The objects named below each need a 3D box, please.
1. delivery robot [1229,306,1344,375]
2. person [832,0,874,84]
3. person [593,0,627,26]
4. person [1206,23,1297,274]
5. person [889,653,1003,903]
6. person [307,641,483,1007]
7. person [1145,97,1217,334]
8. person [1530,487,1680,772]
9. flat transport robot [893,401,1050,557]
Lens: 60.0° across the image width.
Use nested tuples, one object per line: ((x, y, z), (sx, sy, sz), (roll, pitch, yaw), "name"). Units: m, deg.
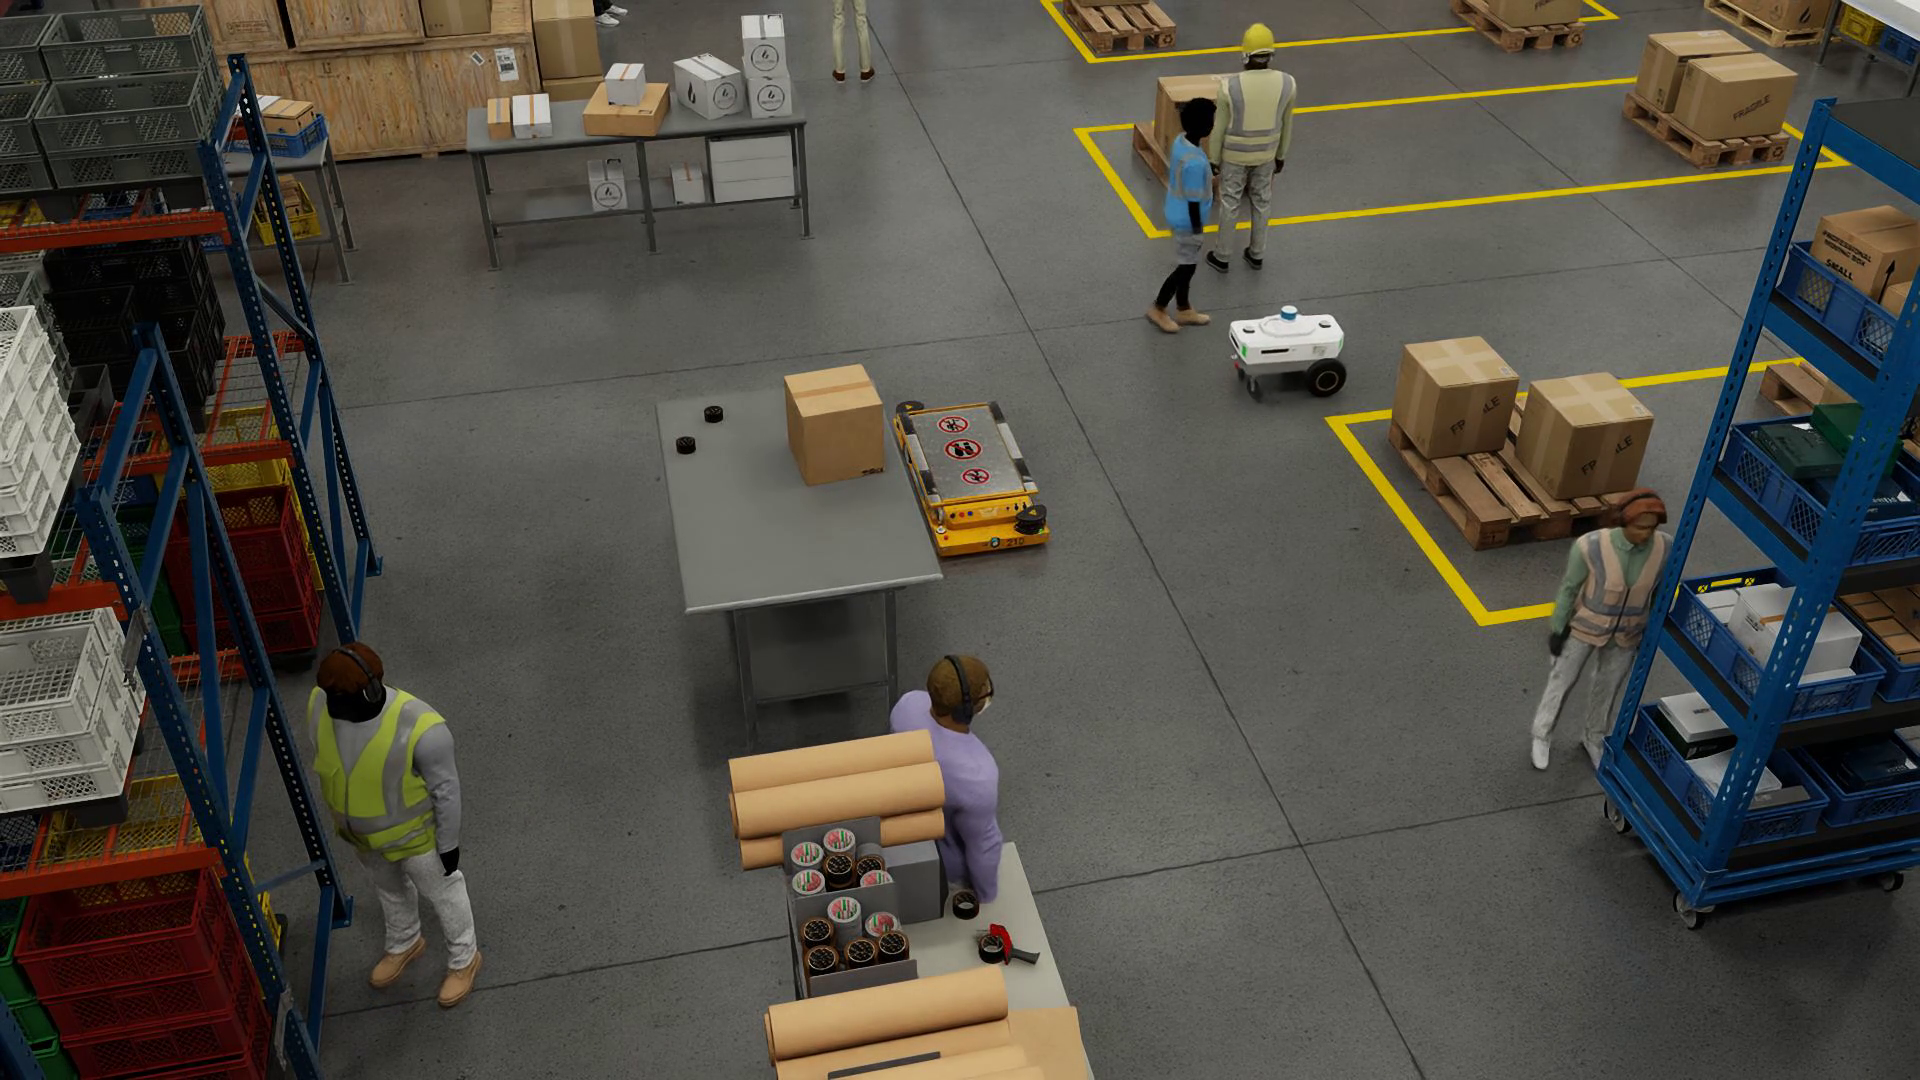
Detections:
((2.146, -1.313, 10.984), (0.707, 0.478, 0.477), (-5, 37, -6), "delivery robot")
((-1.024, -5.065, 15.014), (0.517, 1.865, 0.327), (-1, 37, -2), "person")
((-3.590, -6.049, 16.288), (0.388, 1.921, 0.594), (4, 37, 5), "person")
((2.084, -2.810, 12.017), (0.595, 1.824, 0.403), (-6, 37, -8), "person")
((-0.041, 1.212, 6.515), (0.362, 1.938, 0.631), (-20, 41, -25), "person")
((-2.279, 1.149, 6.680), (0.620, 1.845, 0.429), (12, 38, 16), "person")
((1.533, -2.183, 11.286), (0.431, 1.693, 0.545), (0, 37, -1), "person")
((3.024, 0.427, 7.825), (0.523, 1.631, 0.315), (1, 37, 1), "person")
((0.046, -0.430, 10.108), (0.652, 0.197, 1.431), (-8, 37, -10), "flat transport robot")
